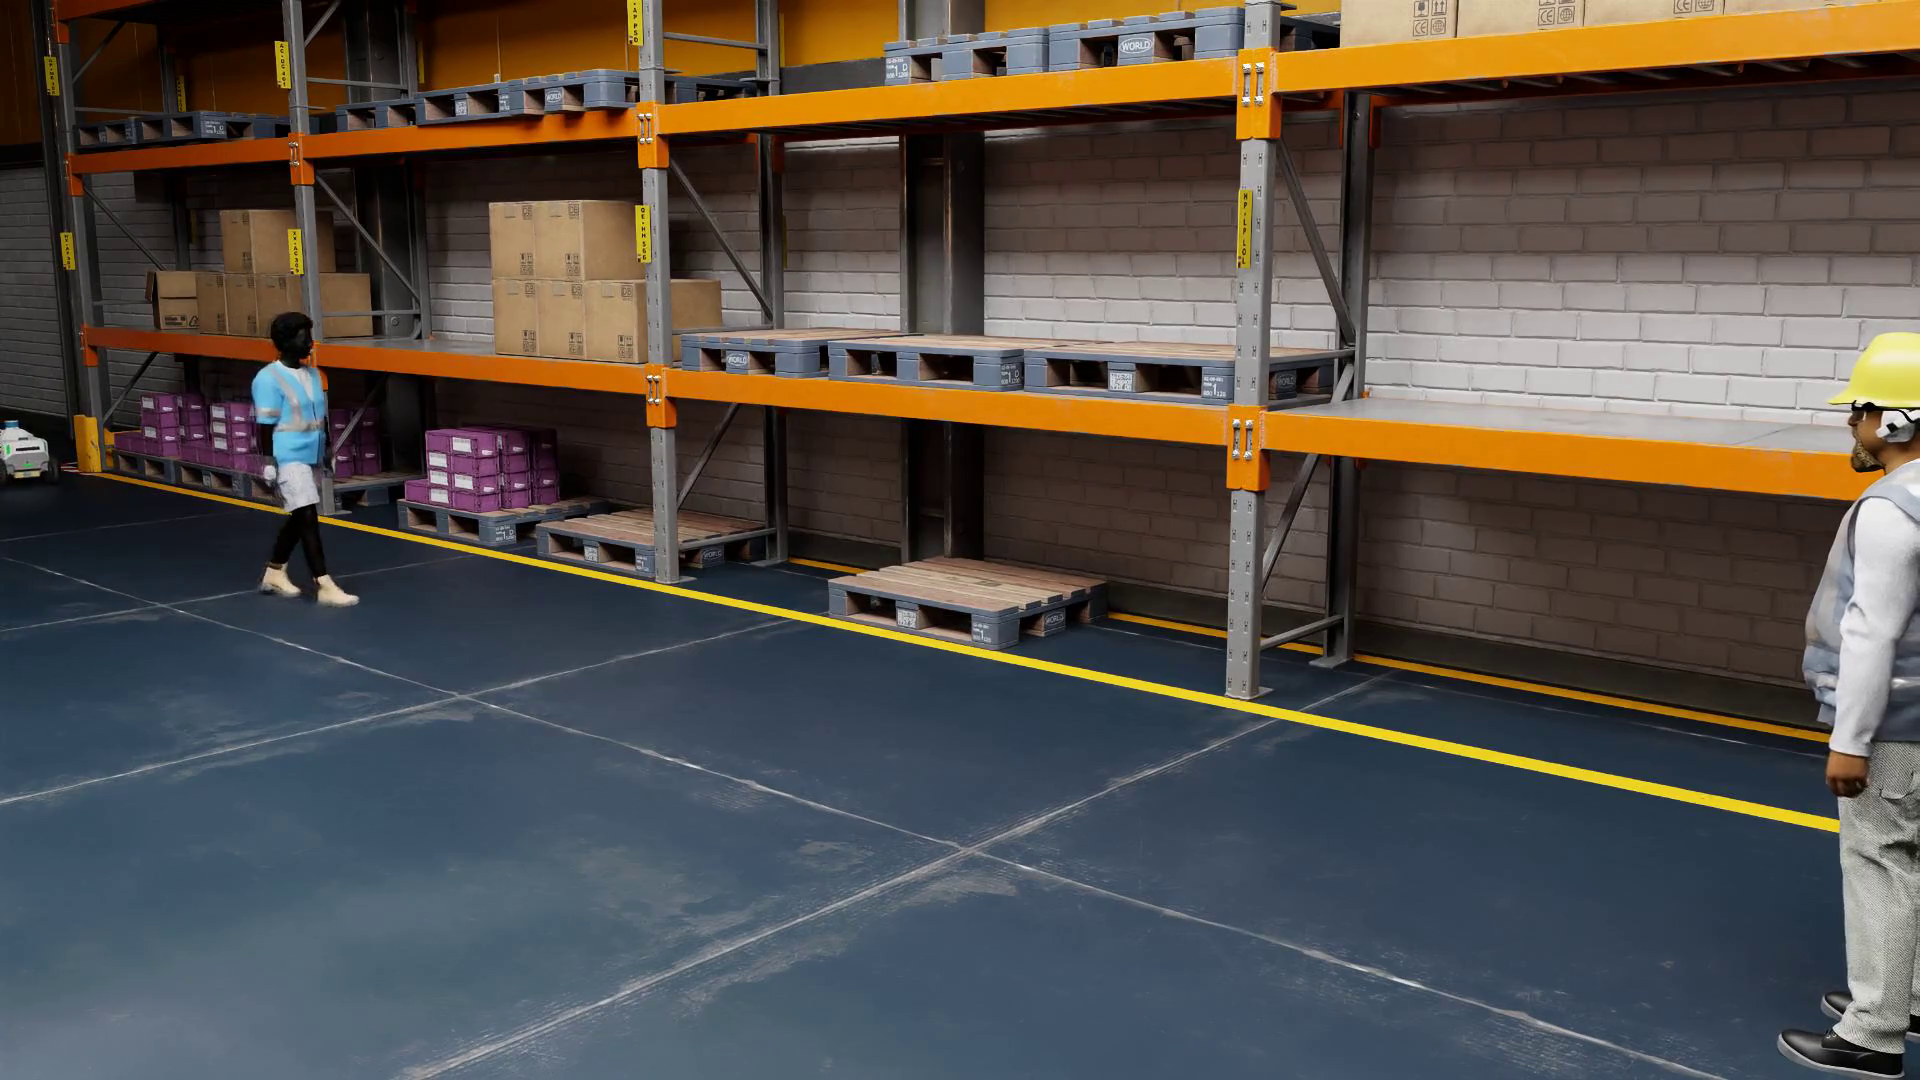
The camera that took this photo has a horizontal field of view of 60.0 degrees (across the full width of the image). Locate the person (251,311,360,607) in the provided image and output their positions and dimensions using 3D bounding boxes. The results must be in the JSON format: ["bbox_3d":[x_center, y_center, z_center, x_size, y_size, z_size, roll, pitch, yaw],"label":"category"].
[{"bbox_3d":[-3.769,-0.464,9.474,0.713,1.674,0.542,2,10,12],"label":"person"}]

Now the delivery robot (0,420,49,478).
[{"bbox_3d":[-8.045,-0.774,14.148,0.707,0.478,0.477,9,14,43],"label":"delivery robot"}]

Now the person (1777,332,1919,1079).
[{"bbox_3d":[2.285,0.409,4.088,0.591,1.823,0.405,-9,14,-43],"label":"person"}]
